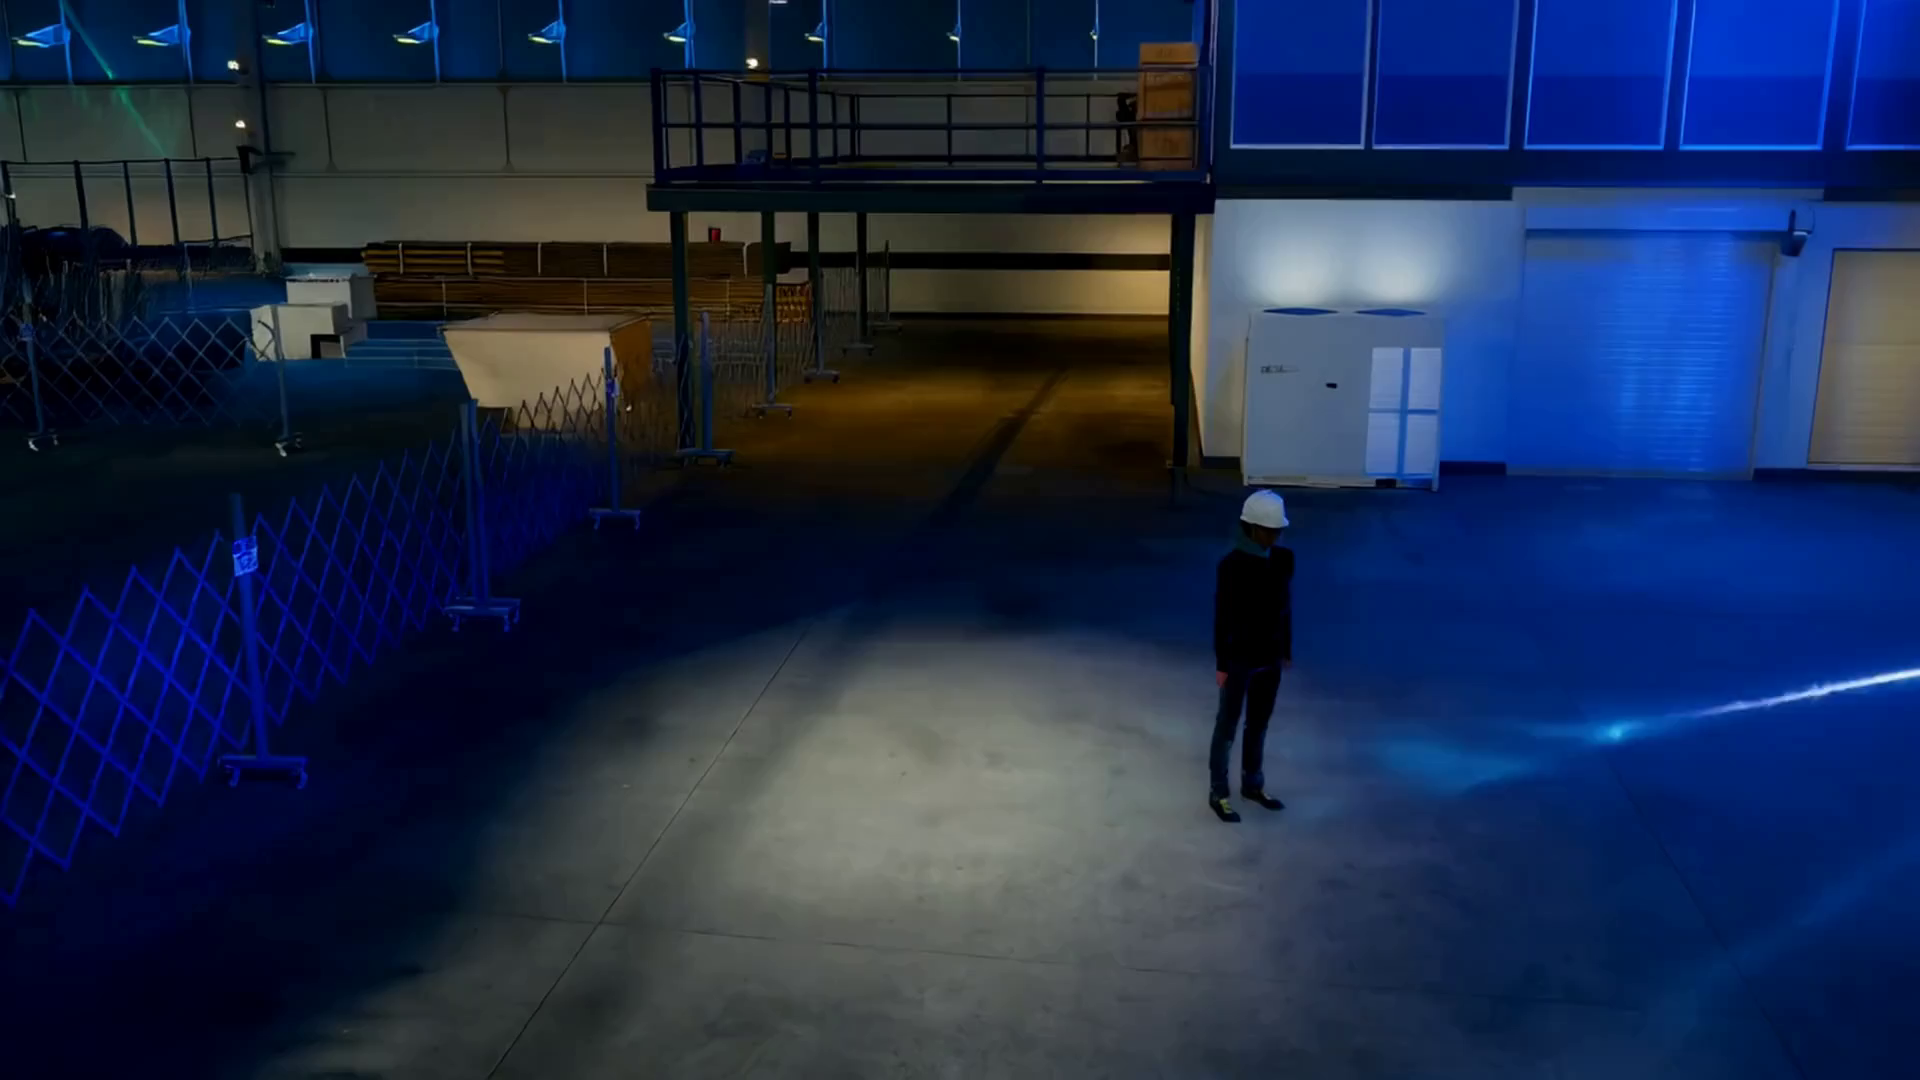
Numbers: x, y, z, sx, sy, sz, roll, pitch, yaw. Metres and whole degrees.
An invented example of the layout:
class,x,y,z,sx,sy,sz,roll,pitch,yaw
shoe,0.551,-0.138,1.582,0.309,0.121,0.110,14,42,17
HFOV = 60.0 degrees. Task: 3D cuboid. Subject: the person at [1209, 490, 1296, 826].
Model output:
class,x,y,z,sx,sy,sz,roll,pitch,yaw
person,1.543,0.602,8.651,0.528,1.767,0.329,-9,16,-33
